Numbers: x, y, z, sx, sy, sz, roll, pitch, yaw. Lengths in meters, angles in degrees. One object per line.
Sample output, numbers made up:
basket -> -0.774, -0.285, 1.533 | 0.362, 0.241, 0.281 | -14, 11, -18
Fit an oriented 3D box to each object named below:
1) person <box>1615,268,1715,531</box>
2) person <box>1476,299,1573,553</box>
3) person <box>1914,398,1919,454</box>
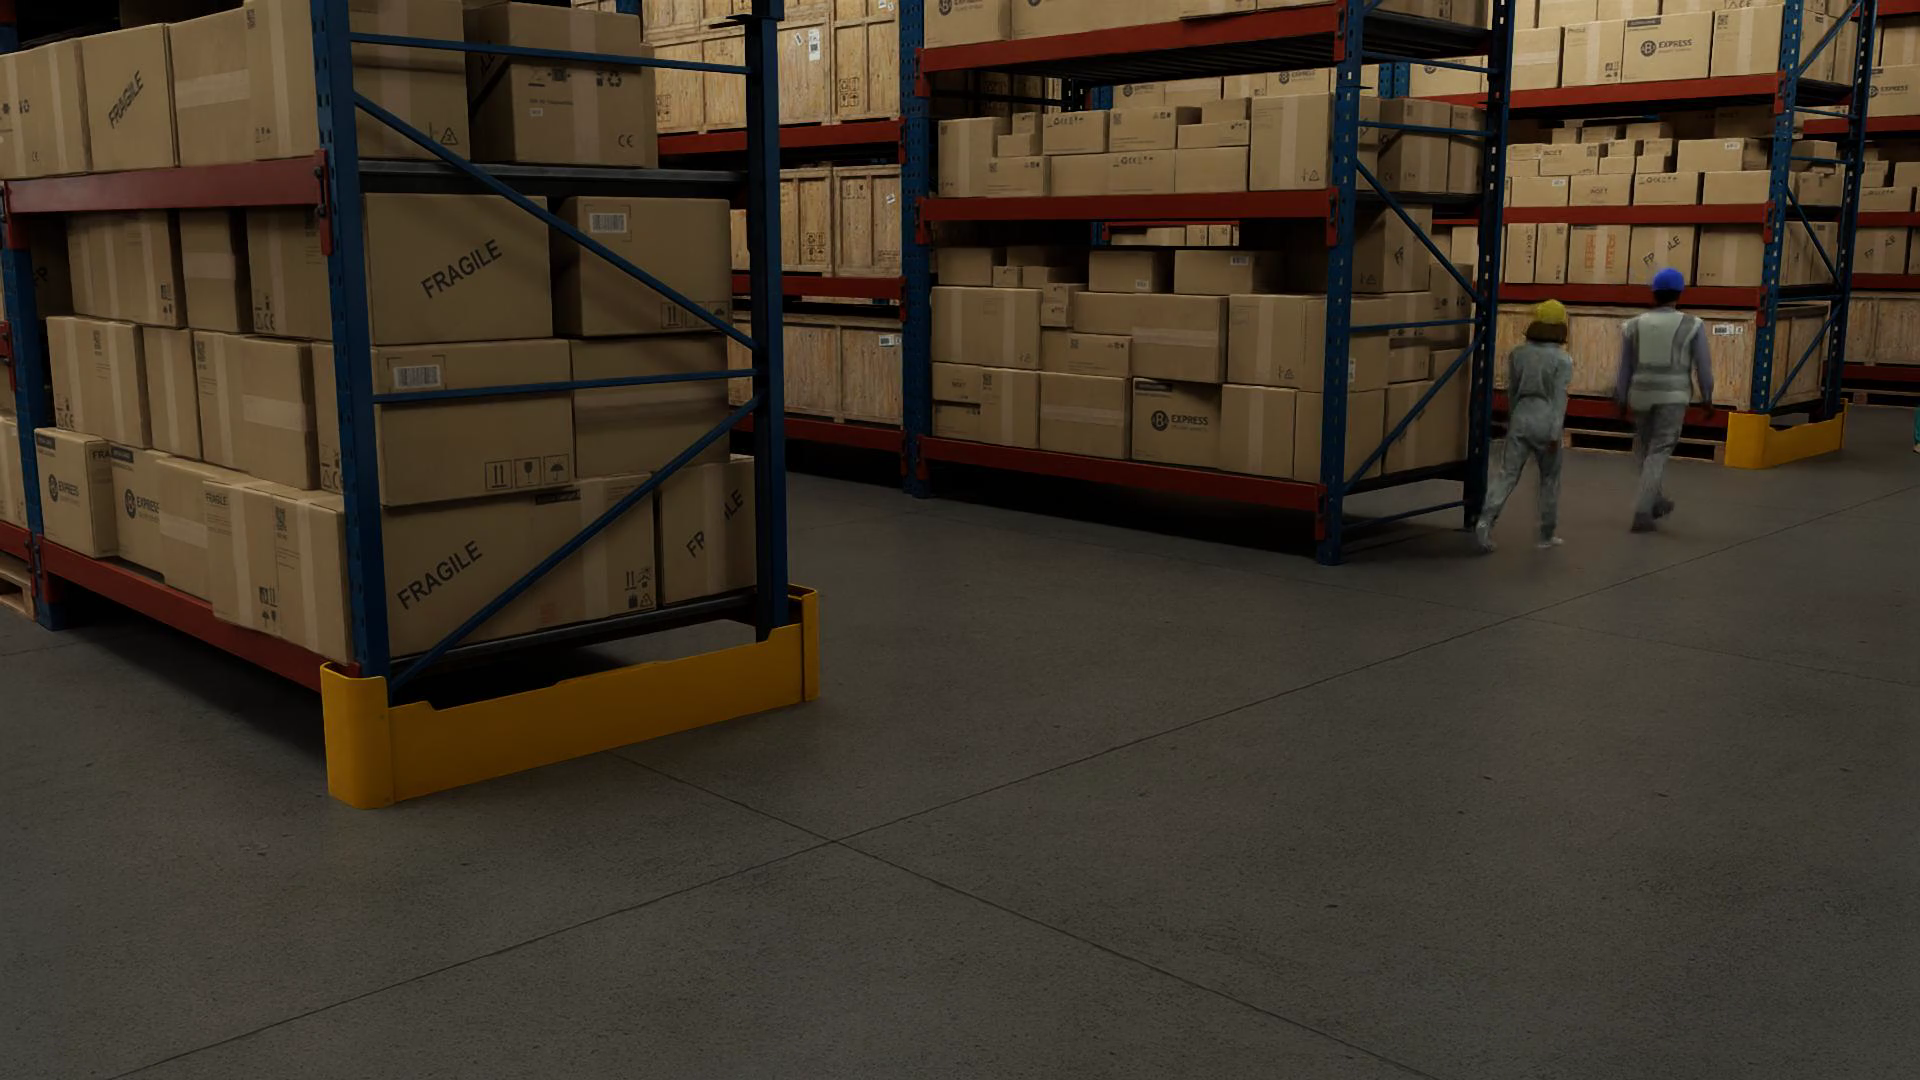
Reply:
person -> 5.150, -1.030, 12.187 | 1.019, 1.895, 0.622 | -9, 14, -42
person -> 3.830, -0.760, 11.180 | 0.811, 1.711, 0.489 | -10, 14, -43
person -> 9.608, -1.713, 16.229 | 0.525, 1.772, 0.304 | -2, 11, -9
